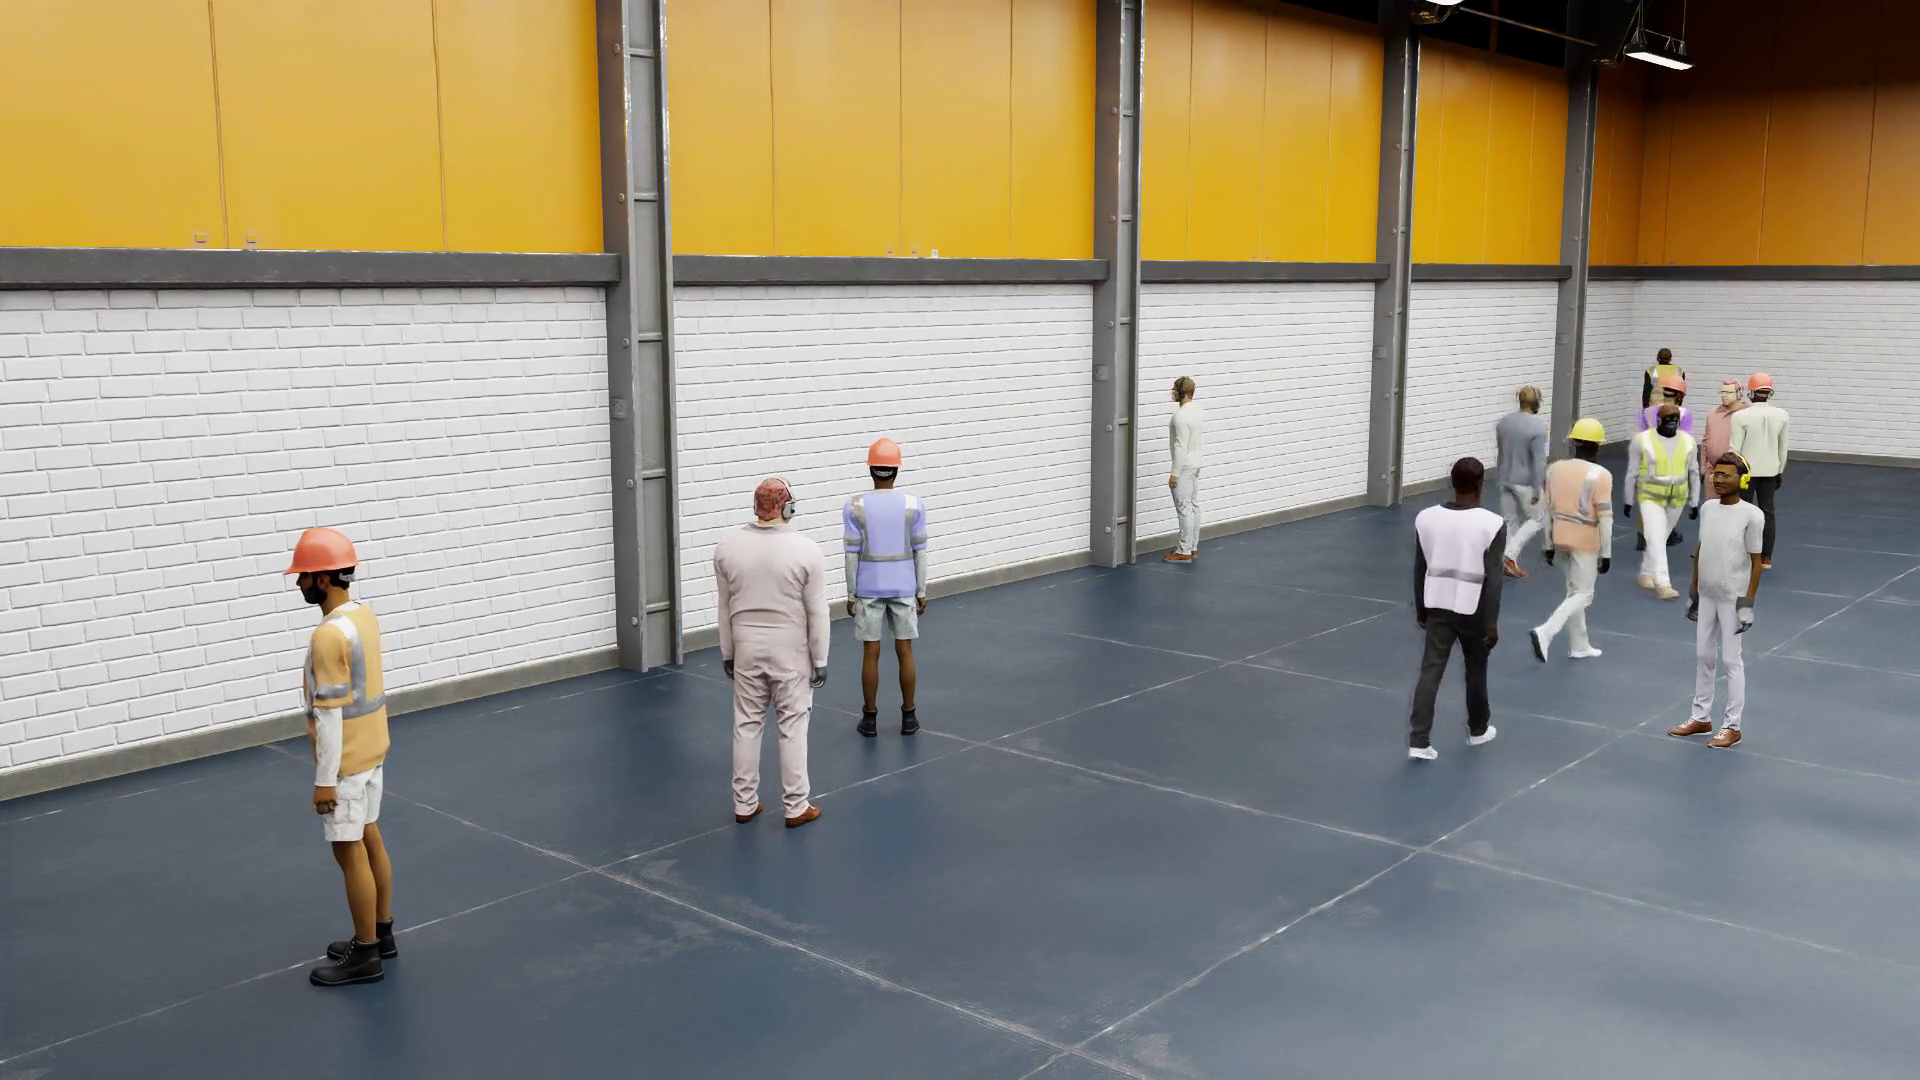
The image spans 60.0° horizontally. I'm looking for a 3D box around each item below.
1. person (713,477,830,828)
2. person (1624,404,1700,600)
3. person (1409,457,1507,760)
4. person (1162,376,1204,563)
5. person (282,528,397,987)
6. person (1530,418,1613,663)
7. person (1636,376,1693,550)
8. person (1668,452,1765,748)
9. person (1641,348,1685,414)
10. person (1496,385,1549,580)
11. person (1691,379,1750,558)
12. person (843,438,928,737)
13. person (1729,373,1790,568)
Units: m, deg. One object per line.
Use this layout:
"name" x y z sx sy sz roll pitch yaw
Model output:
"person" -0.995 0.606 9.003 0.640 1.902 0.402 2 9 15
"person" 6.549 -0.374 15.489 0.643 1.793 0.986 0 9 -2
"person" 3.066 0.417 10.296 0.608 1.873 0.995 7 12 39
"person" 2.322 -0.729 17.261 0.373 1.940 0.629 4 10 24
"person" -2.615 0.906 7.018 0.382 1.933 0.542 -1 9 -5
"person" 4.679 0.016 12.712 0.773 1.901 0.592 -5 10 -27
"person" 7.677 -0.840 18.126 0.659 1.872 0.947 8 12 42
"person" 4.815 0.381 10.538 0.328 1.861 0.514 -4 10 -23
"person" 10.991 -2.081 26.048 0.619 1.845 0.430 1 9 6
"person" 5.415 -0.541 16.138 0.475 1.927 0.642 -5 10 -27
"person" 7.974 -0.721 17.310 0.407 1.908 0.641 -6 11 -31
"person" -0.481 0.310 10.732 0.544 1.939 0.354 -1 9 -7
"person" 8.061 -0.695 16.864 0.609 1.995 0.378 -1 9 -4
